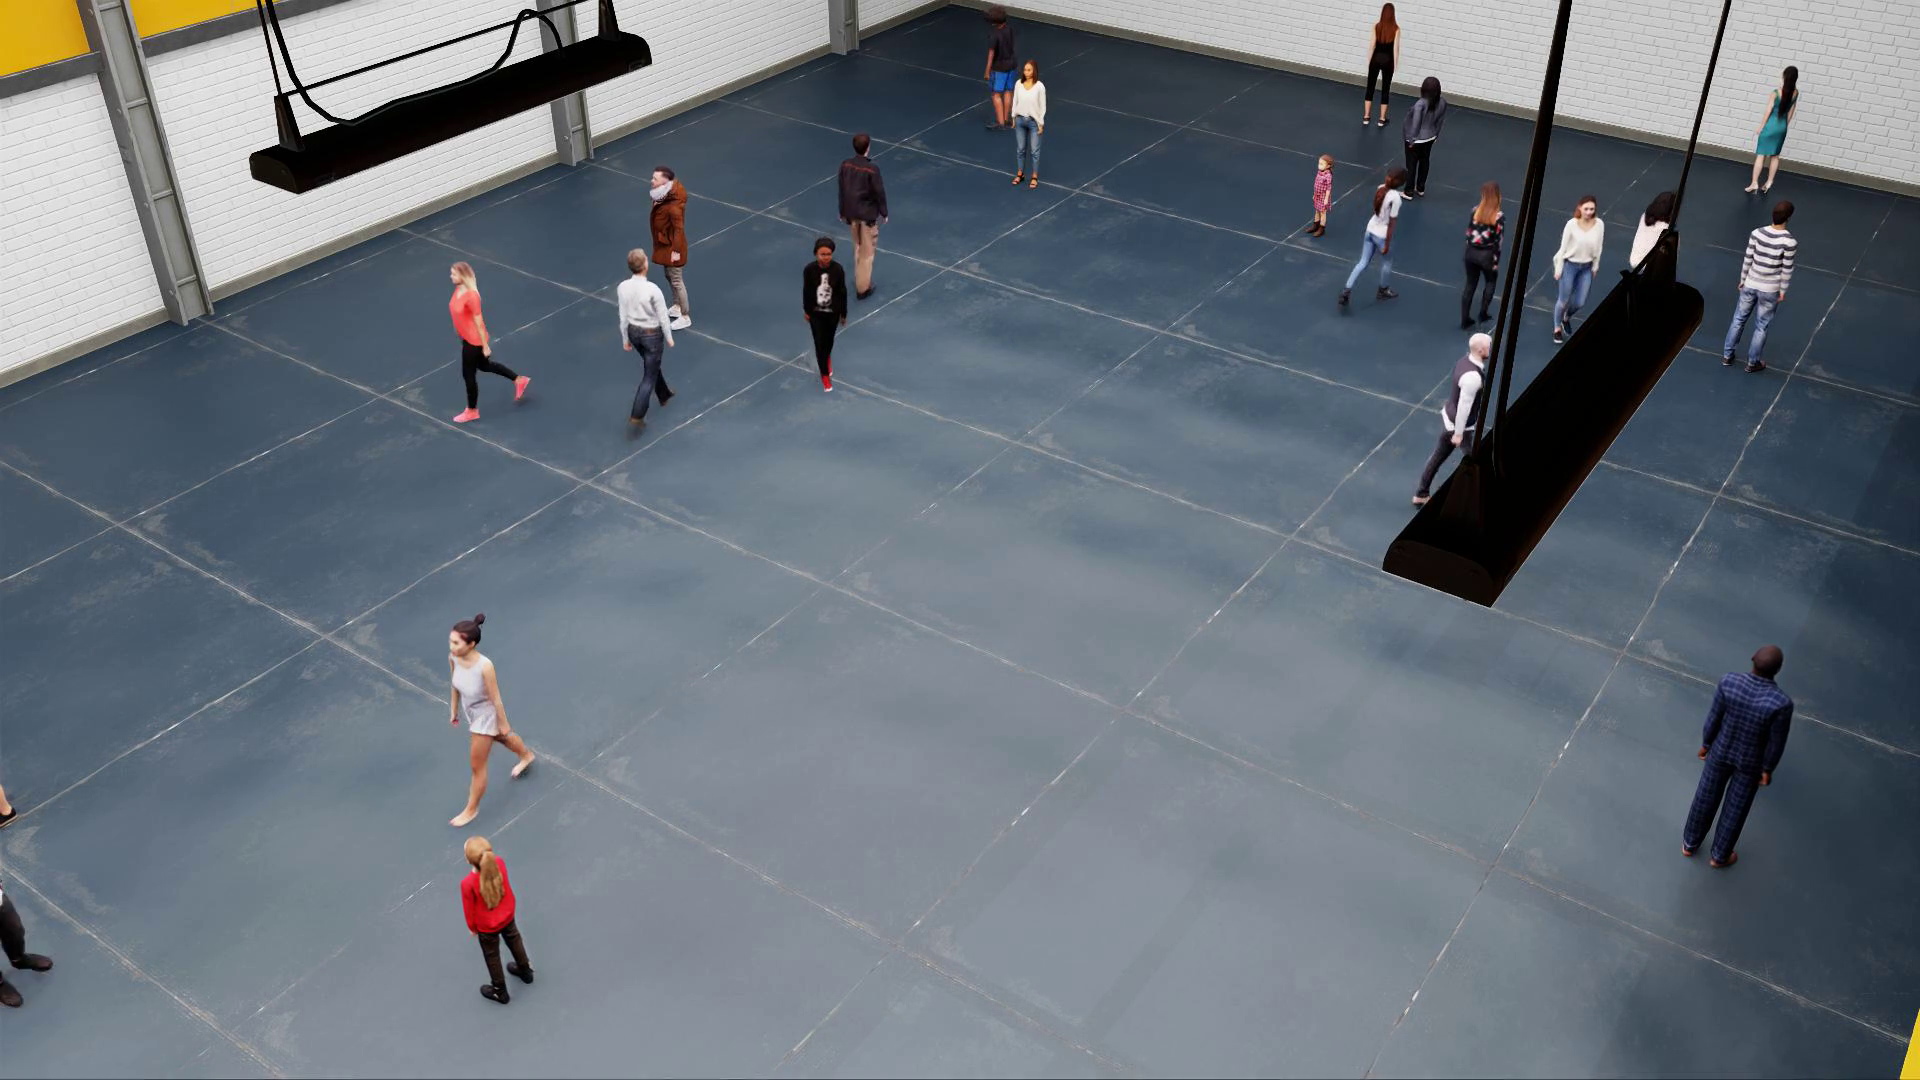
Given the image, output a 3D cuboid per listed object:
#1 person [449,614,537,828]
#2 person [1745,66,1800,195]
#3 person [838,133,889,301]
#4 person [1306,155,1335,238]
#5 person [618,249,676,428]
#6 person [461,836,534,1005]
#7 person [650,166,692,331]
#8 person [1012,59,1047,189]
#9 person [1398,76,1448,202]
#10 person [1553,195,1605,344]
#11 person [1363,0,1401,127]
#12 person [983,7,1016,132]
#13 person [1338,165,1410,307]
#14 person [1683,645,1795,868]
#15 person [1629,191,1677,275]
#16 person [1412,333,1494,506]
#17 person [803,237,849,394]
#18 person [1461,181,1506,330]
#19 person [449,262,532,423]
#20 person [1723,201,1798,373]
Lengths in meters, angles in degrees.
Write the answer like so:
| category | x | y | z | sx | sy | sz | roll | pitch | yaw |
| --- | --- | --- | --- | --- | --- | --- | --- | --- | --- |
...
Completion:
| category | x | y | z | sx | sy | sz | roll | pitch | yaw |
| --- | --- | --- | --- | --- | --- | --- | --- | --- | --- |
| person | -3.349 | 1.204 | 11.892 | 0.603 | 1.560 | 1.074 | 23 | 40 | 31 |
| person | 10.578 | -5.326 | 21.603 | 0.610 | 1.686 | 0.662 | -3 | 34 | -4 |
| person | -1.153 | -3.640 | 18.865 | 0.793 | 1.909 | 0.880 | 14 | 36 | 20 |
| person | 4.497 | -4.282 | 20.632 | 0.539 | 1.021 | 0.500 | -14 | 36 | -20 |
| person | -3.135 | -1.976 | 16.472 | 0.848 | 1.787 | 1.241 | 12 | 36 | 18 |
| person | -2.921 | 2.357 | 10.409 | 0.537 | 1.281 | 0.411 | 22 | 39 | 29 |
| person | -3.175 | -3.238 | 18.324 | 0.882 | 1.839 | 0.846 | -13 | 36 | -19 |
| person | 0.908 | -5.486 | 21.847 | 0.648 | 1.683 | 0.588 | 15 | 36 | 21 |
| person | 5.962 | -5.203 | 21.497 | 0.719 | 1.597 | 0.817 | -19 | 38 | -26 |
| person | 6.658 | -2.961 | 18.048 | 0.747 | 1.682 | 0.767 | 1 | 34 | 2 |
| person | 6.031 | -6.816 | 23.808 | 0.595 | 1.726 | 0.561 | 15 | 36 | 21 |
| person | 0.630 | -6.730 | 23.648 | 0.585 | 1.760 | 0.836 | -18 | 38 | -25 |
| person | 4.648 | -3.373 | 18.672 | 1.204 | 1.678 | 1.022 | -16 | 37 | -22 |
| person | 5.269 | 1.455 | 11.277 | 0.697 | 1.824 | 0.629 | 27 | 42 | 35 |
| person | 7.401 | -2.914 | 17.932 | 1.009 | 1.731 | 0.960 | -3 | 34 | -5 |
| person | 4.446 | -1.039 | 15.064 | 1.121 | 1.785 | 1.201 | 4 | 34 | 6 |
| person | -1.417 | -2.396 | 17.245 | 1.032 | 1.631 | 1.090 | -5 | 34 | -8 |
| person | 5.677 | -3.088 | 18.263 | 0.722 | 1.656 | 0.670 | -27 | 42 | -35 |
| person | -4.759 | -2.005 | 16.624 | 1.175 | 1.666 | 0.867 | -19 | 38 | -27 |
| person | 8.416 | -2.668 | 17.451 | 0.592 | 1.854 | 0.688 | -28 | 43 | -35 |
